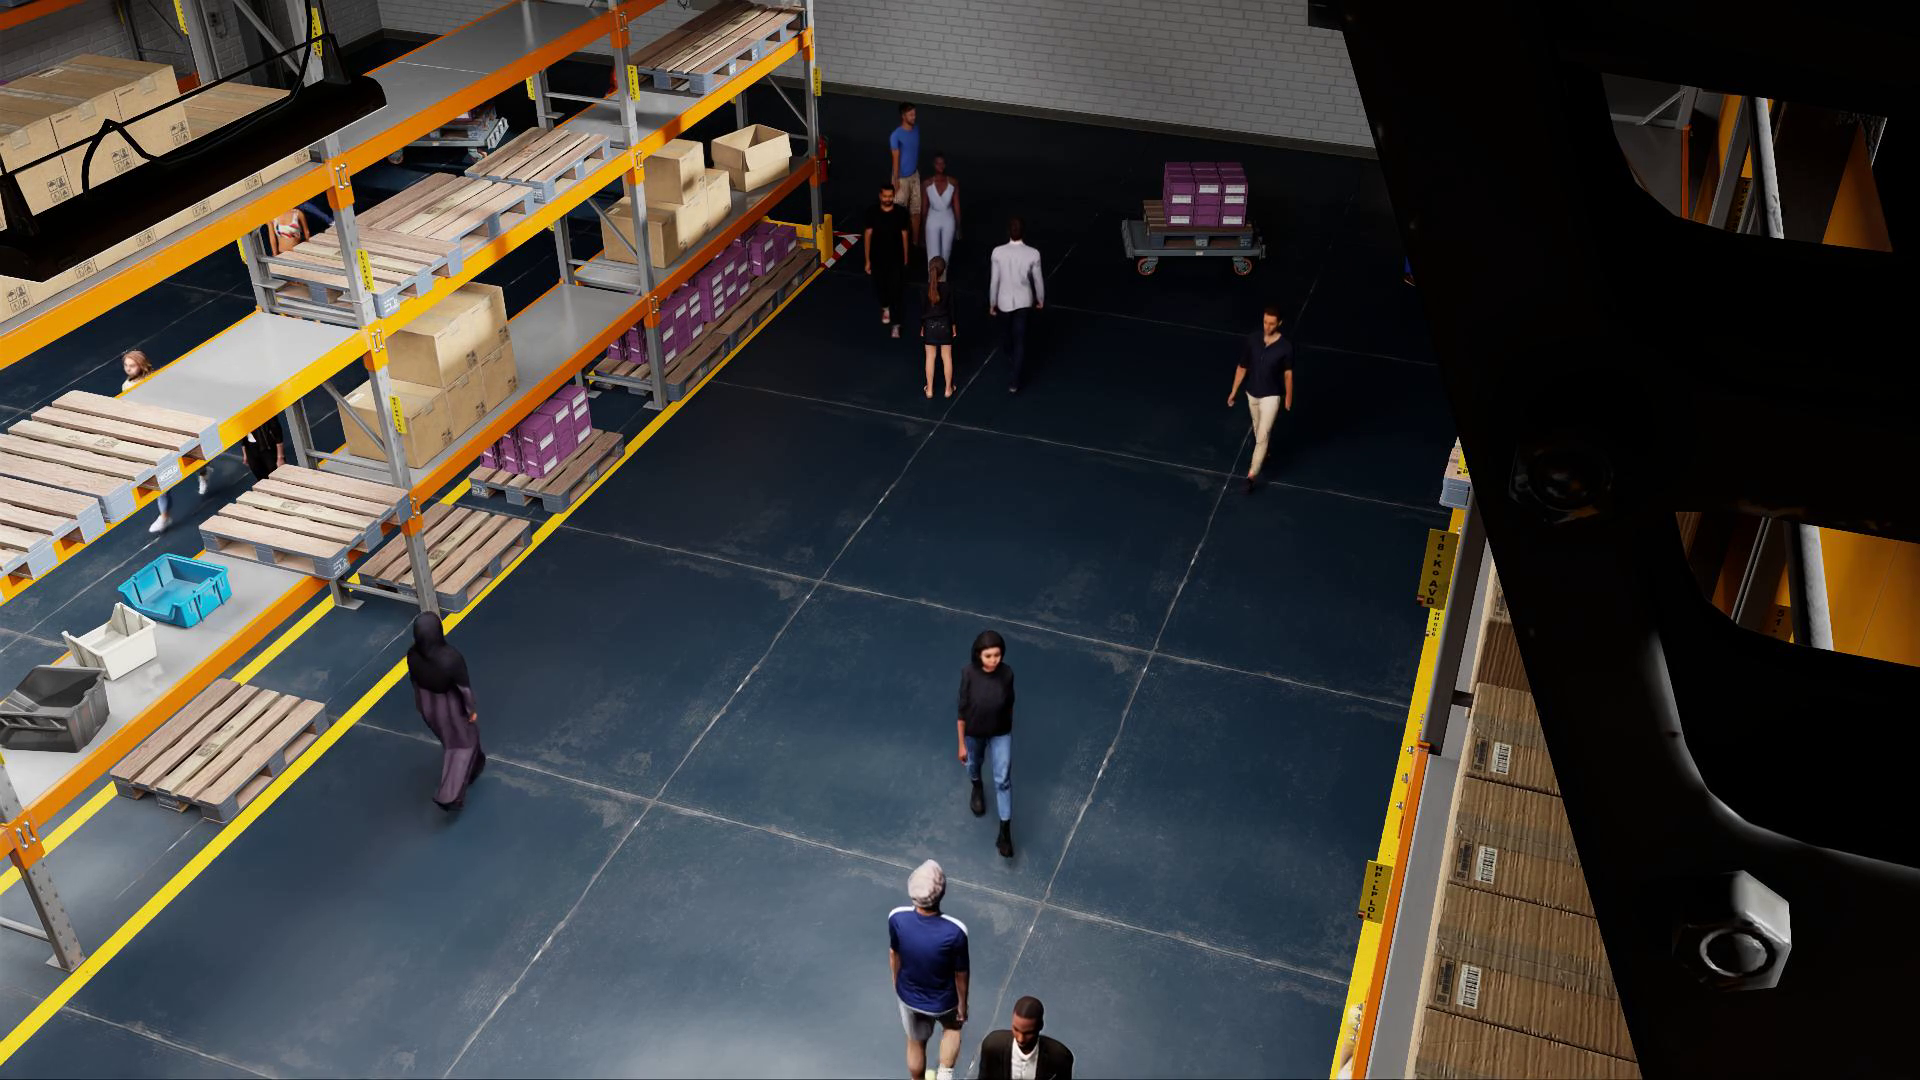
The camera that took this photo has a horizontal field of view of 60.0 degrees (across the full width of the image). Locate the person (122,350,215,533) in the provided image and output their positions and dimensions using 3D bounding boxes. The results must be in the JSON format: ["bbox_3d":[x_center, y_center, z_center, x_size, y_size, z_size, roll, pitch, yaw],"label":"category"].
[{"bbox_3d":[-7.211,-0.969,15.053,0.654,1.690,1.119,13,36,19],"label":"person"}]

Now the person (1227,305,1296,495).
[{"bbox_3d":[2.898,-1.403,15.589,0.860,1.819,1.142,24,41,32],"label":"person"}]

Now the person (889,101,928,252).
[{"bbox_3d":[-0.724,-4.417,20.107,0.933,1.839,1.080,25,41,32],"label":"person"}]

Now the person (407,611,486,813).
[{"bbox_3d":[-3.698,1.226,11.839,0.640,1.594,1.001,9,35,13],"label":"person"}]

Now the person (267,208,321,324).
[{"bbox_3d":[-7.221,-3.031,18.066,0.669,1.789,0.701,-8,34,-11],"label":"person"}]

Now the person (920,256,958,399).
[{"bbox_3d":[-0.224,-2.185,17.005,0.603,1.556,0.632,1,34,1],"label":"person"}]

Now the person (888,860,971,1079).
[{"bbox_3d":[-0.186,2.642,9.504,0.672,1.821,0.660,9,35,14],"label":"person"}]

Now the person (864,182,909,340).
[{"bbox_3d":[-0.814,-3.121,18.270,0.892,1.713,1.200,0,34,0],"label":"person"}]

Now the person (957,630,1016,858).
[{"bbox_3d":[0.163,1.296,11.666,0.861,1.668,1.154,-2,34,-3],"label":"person"}]

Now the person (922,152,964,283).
[{"bbox_3d":[-0.236,-3.573,18.905,0.812,1.764,0.918,-7,34,-10],"label":"person"}]

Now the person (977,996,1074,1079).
[{"bbox_3d":[0.332,3.089,8.849,0.692,1.800,0.618,5,34,8],"label":"person"}]

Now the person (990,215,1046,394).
[{"bbox_3d":[0.556,-2.383,17.082,0.897,1.800,1.240,3,34,5],"label":"person"}]
